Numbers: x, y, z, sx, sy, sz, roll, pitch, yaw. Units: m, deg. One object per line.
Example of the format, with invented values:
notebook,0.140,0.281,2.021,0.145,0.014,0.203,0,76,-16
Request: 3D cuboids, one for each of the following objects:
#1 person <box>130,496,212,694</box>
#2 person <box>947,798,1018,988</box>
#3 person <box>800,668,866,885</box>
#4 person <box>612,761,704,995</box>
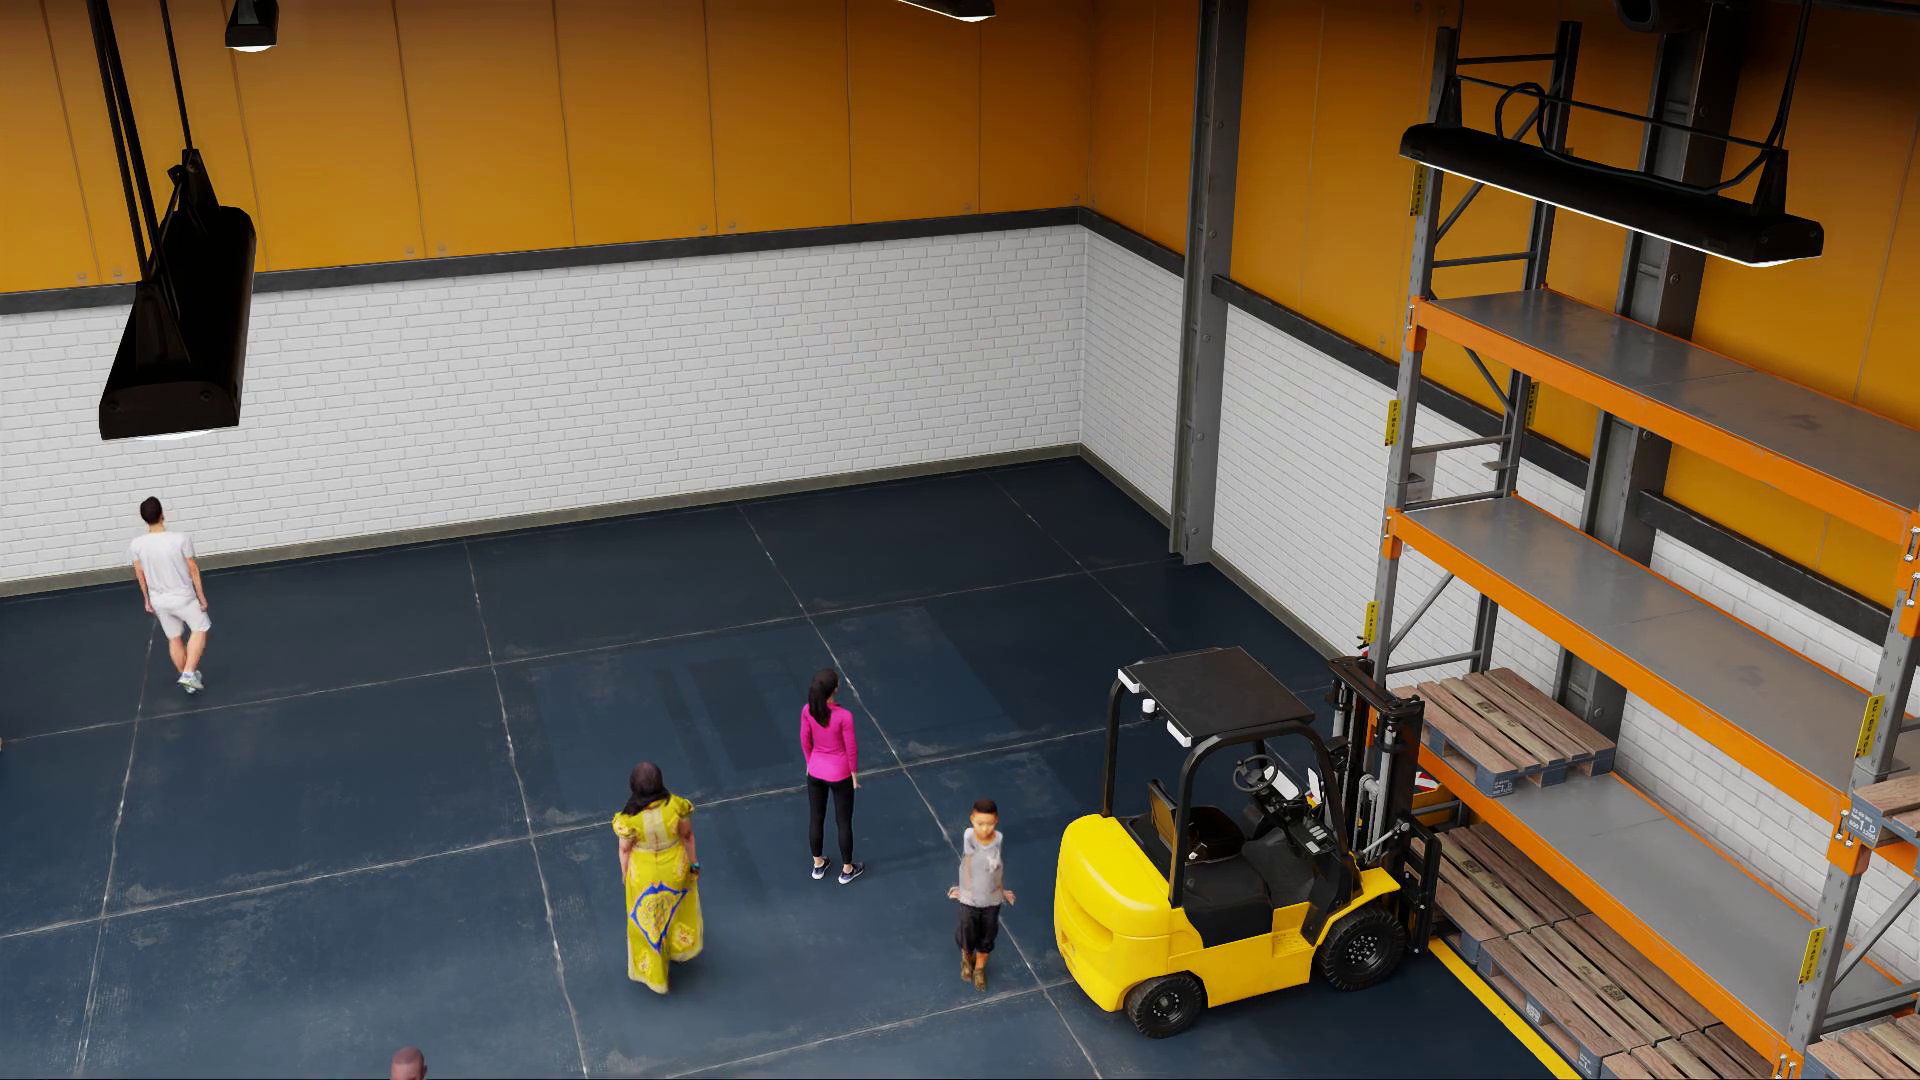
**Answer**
person,-6.861,0.533,14.457,0.802,1.849,0.866,-2,24,-5
person,0.121,2.264,10.997,0.651,1.449,0.650,-4,24,-9
person,-0.944,1.690,11.999,0.683,1.698,0.738,9,25,20
person,-1.942,2.226,10.844,0.724,1.642,0.949,-10,26,-22
